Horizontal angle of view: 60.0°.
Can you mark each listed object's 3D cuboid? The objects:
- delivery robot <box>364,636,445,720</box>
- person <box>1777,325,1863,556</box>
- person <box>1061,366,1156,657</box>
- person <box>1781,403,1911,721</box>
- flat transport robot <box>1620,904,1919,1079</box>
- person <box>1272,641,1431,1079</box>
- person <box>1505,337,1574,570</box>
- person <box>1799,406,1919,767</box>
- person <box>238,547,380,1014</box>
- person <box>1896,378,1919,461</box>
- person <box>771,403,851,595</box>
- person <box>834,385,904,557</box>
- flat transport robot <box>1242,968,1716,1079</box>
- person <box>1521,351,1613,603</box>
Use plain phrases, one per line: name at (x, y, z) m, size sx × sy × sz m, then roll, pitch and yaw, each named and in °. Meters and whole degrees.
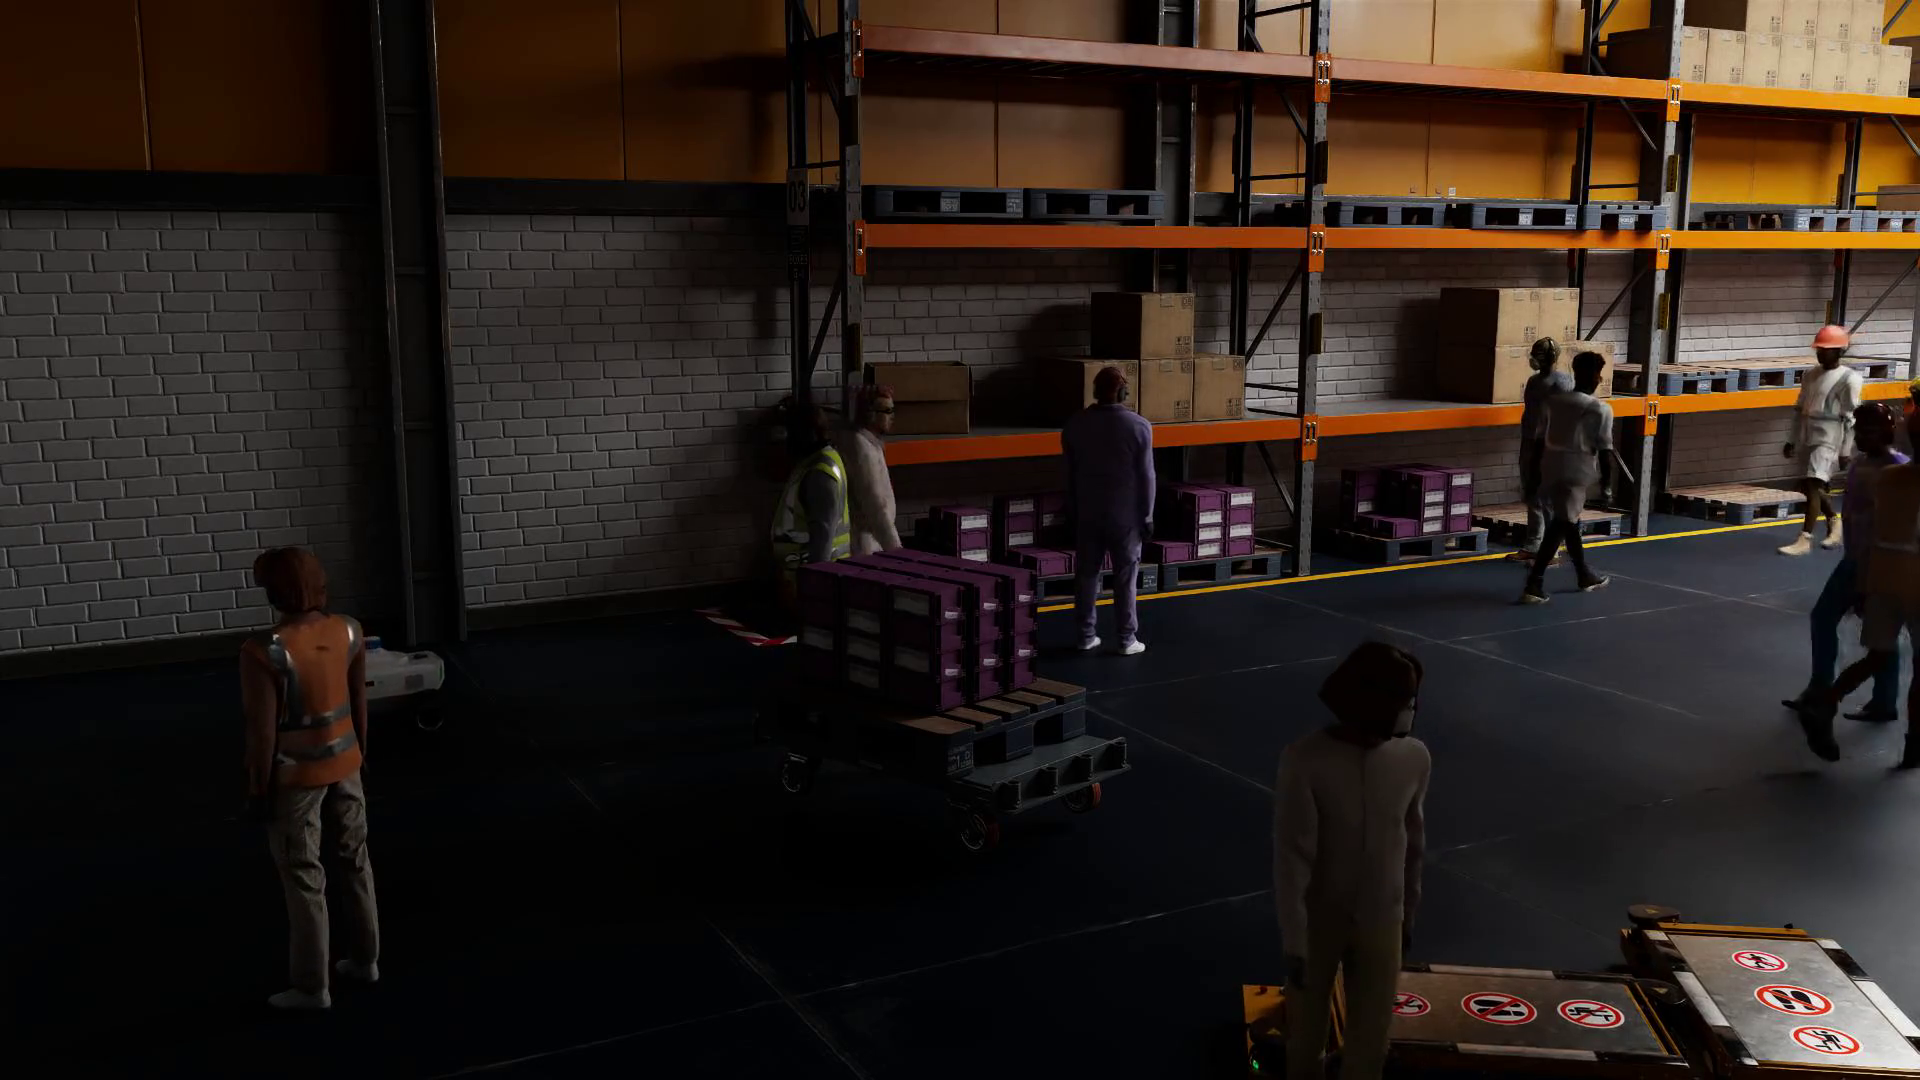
delivery robot at (-3.188, 0.767, 9.033) m, size 0.707 × 0.478 × 0.477 m, roll -6°, pitch 12°, yaw -32°
person at (7.551, -0.872, 14.536) m, size 0.830 × 2.020 × 0.631 m, roll -2°, pitch 10°, yaw -12°
person at (0.983, -0.188, 10.945) m, size 0.647 × 1.901 × 0.400 m, roll 5°, pitch 11°, yaw 27°
person at (5.013, 0.139, 9.296) m, size 0.698 × 1.811 × 0.565 m, roll 0°, pitch 10°, yaw -2°
flat transport robot at (2.706, 1.571, 5.492) m, size 0.652 × 0.197 × 1.431 m, roll 1°, pitch 10°, yaw 7°
person at (1.068, 1.055, 4.620) m, size 0.503 × 1.597 × 0.582 m, roll -1°, pitch 10°, yaw -8°
person at (4.866, -0.725, 13.909) m, size 0.362 × 1.939 × 0.635 m, roll -2°, pitch 10°, yaw -10°
person at (4.721, 0.244, 8.460) m, size 0.793 × 1.909 × 0.546 m, roll -4°, pitch 11°, yaw -21°
person at (-2.270, 0.832, 5.812) m, size 0.310 × 1.636 × 0.523 m, roll 5°, pitch 11°, yaw 27°
person at (7.067, -0.353, 12.292) m, size 0.369 × 1.745 × 0.539 m, roll 2°, pitch 10°, yaw 10°
person at (-0.810, 0.169, 9.060) m, size 0.429 × 1.838 × 0.621 m, roll -1°, pitch 10°, yaw -5°
person at (-0.501, 0.029, 9.754) m, size 0.781 × 1.873 × 0.654 m, roll 0°, pitch 10°, yaw 1°
flat transport robot at (1.646, 1.595, 5.354) m, size 1.431 × 0.197 × 0.652 m, roll 1°, pitch 10°, yaw 7°
person at (4.634, -0.481, 12.619) m, size 1.060 × 1.901 × 0.613 m, roll -6°, pitch 11°, yaw -30°
